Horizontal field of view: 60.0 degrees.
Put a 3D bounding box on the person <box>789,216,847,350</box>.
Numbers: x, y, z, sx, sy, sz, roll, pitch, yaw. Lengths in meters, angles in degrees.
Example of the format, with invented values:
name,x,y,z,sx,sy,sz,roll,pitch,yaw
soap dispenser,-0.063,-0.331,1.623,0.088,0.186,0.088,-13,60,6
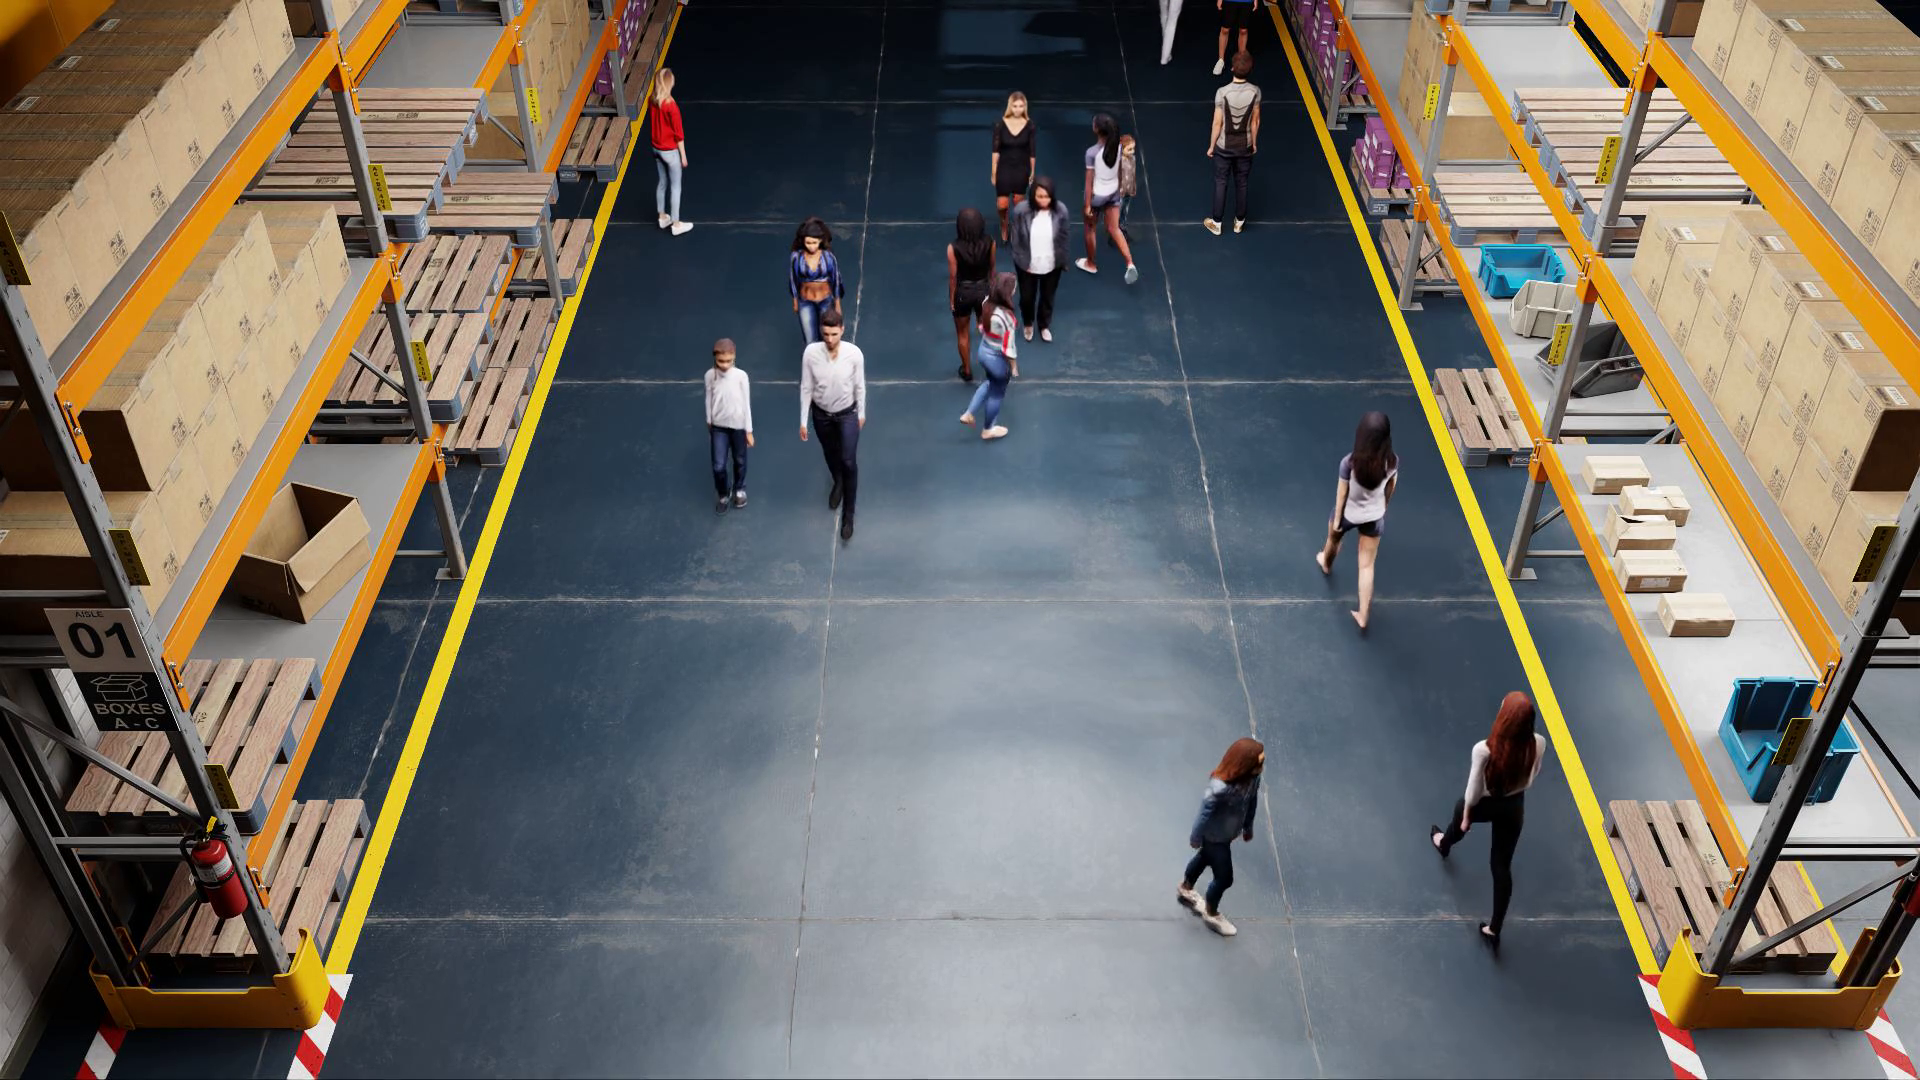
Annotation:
name,x,y,z,sx,sy,sz,roll,pitch,yaw
person,-1.245,-2.078,14.456,0.703,1.579,1.024,-4,39,-5

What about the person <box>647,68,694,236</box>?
name,x,y,z,sx,sy,sz,roll,pitch,yaw
person,-2.930,-3.884,16.622,0.696,1.698,0.753,31,48,33

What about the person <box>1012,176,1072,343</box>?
name,x,y,z,sx,sy,sz,roll,pitch,yaw
person,0.711,-2.562,15.055,0.730,1.589,0.699,-6,39,-7

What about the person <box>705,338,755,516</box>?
name,x,y,z,sx,sy,sz,roll,pitch,yaw
person,-1.789,-0.953,13.078,0.530,1.541,0.607,-2,39,-2

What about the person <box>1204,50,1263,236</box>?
name,x,y,z,sx,sy,sz,roll,pitch,yaw
person,2.727,-3.940,16.534,0.665,1.897,0.577,-3,39,-4

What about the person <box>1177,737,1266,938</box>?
name,x,y,z,sx,sy,sz,roll,pitch,yaw
person,1.481,1.694,9.836,0.766,1.451,0.823,-27,46,-30

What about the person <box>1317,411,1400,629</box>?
name,x,y,z,sx,sy,sz,roll,pitch,yaw
person,2.896,-0.127,11.951,0.699,1.656,1.151,-4,39,-5

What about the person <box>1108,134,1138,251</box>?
name,x,y,z,sx,sy,sz,roll,pitch,yaw
person,1.612,-3.481,16.522,0.605,1.194,0.544,31,48,33

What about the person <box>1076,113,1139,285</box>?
name,x,y,z,sx,sy,sz,roll,pitch,yaw
person,1.397,-3.190,15.753,0.988,1.699,1.139,-23,44,-26

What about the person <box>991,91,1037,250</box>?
name,x,y,z,sx,sy,sz,roll,pitch,yaw
person,0.519,-3.648,16.354,0.589,1.665,0.578,-2,39,-3

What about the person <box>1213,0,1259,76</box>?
name,x,y,z,sx,sy,sz,roll,pitch,yaw
person,3.306,-6.454,19.708,0.661,1.865,0.592,4,39,5

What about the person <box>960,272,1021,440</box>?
name,x,y,z,sx,sy,sz,roll,pitch,yaw
person,0.222,-1.474,13.686,0.815,1.596,0.746,-22,44,-26

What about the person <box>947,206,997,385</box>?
name,x,y,z,sx,sy,sz,roll,pitch,yaw
person,0.138,-2.030,14.279,0.738,1.725,0.913,-10,40,-12

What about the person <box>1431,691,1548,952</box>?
name,x,y,z,sx,sy,sz,roll,pitch,yaw
person,3.139,1.658,9.685,0.698,1.696,1.203,-4,39,-5

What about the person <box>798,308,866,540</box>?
name,x,y,z,sx,sy,sz,roll,pitch,yaw
person,-0.962,-1.044,12.951,0.735,1.841,1.045,6,39,8
